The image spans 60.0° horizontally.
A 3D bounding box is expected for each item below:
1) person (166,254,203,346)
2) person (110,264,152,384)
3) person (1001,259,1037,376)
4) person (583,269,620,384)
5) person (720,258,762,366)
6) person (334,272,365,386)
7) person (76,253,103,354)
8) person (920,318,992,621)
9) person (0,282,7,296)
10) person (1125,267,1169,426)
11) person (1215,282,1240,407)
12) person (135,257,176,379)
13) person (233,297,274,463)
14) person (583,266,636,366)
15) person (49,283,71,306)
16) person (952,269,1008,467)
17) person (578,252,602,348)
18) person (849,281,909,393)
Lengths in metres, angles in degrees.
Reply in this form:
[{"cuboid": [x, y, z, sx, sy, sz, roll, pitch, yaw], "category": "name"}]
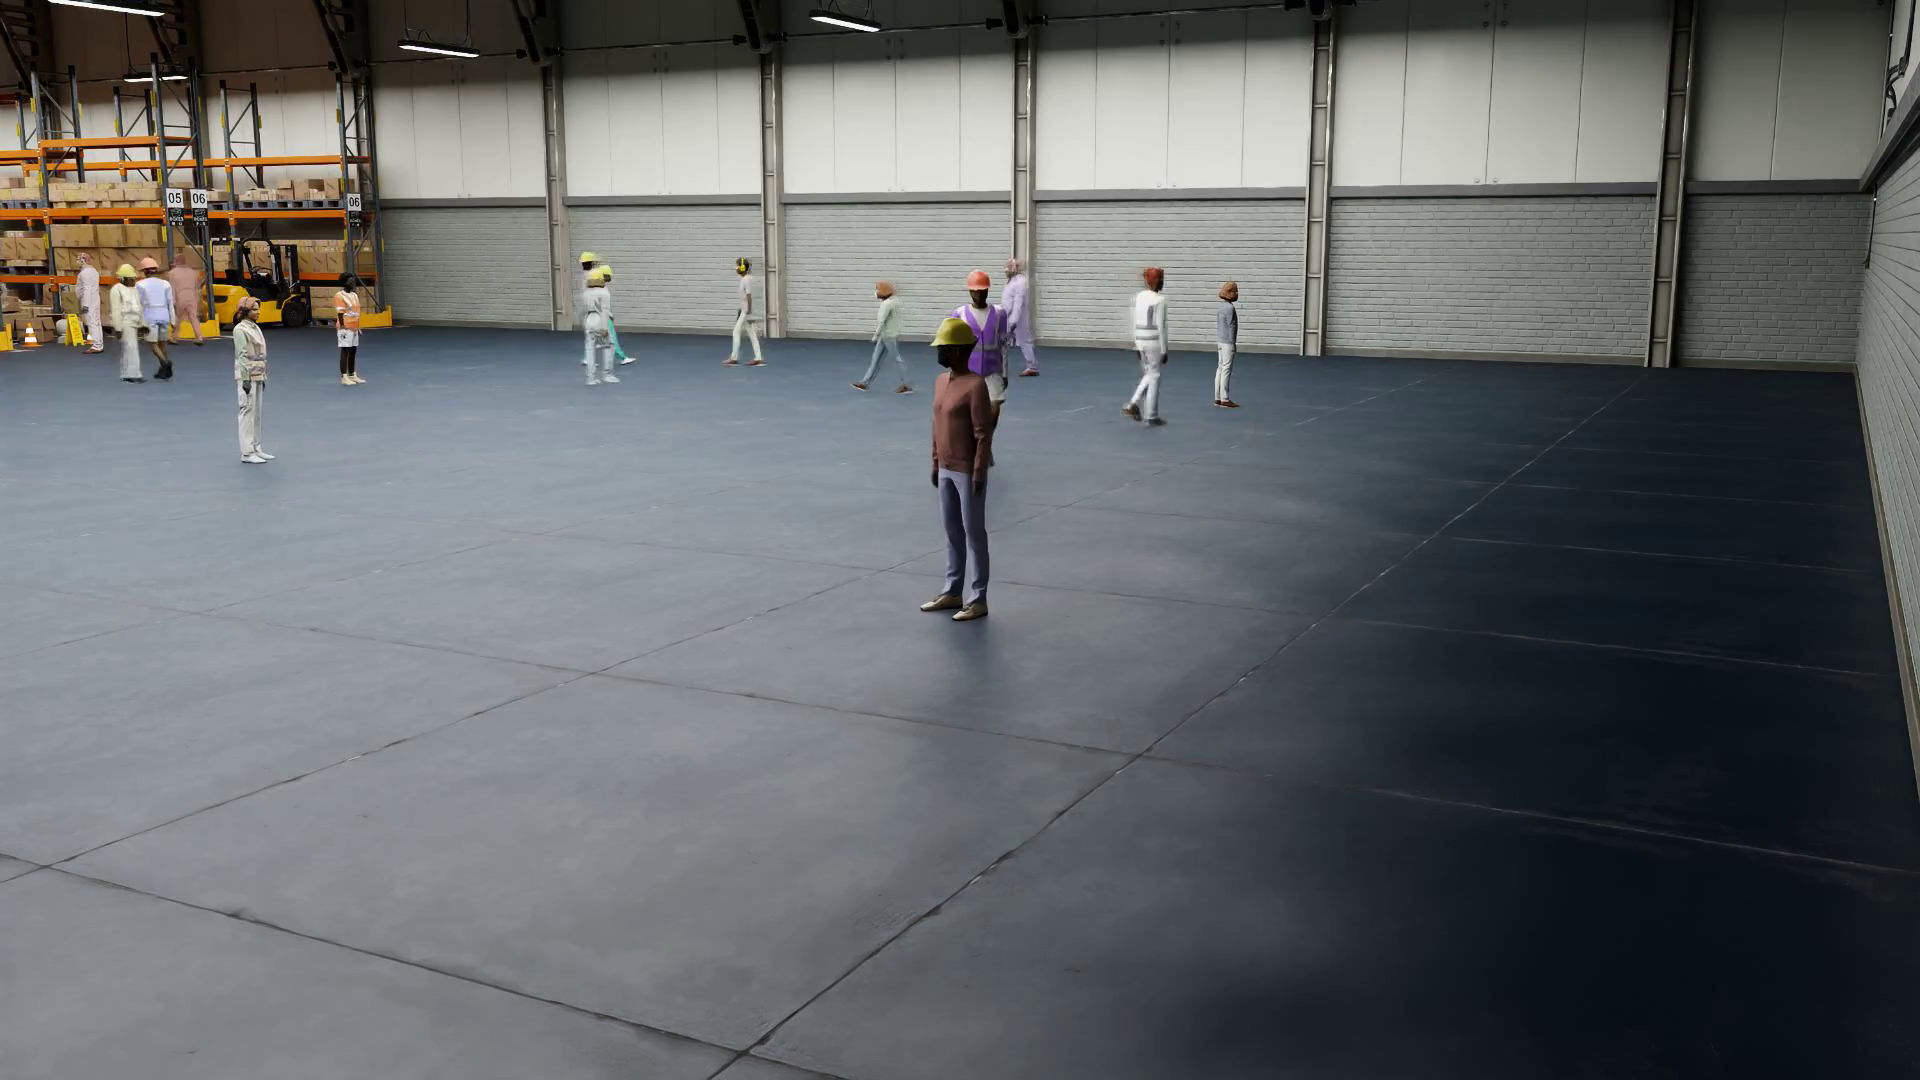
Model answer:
[{"cuboid": [-15.847, -4.889, 33.921, 0.973, 1.853, 0.658, 8, 13, 37], "category": "person"}, {"cuboid": [-12.463, -3.238, 25.099, 0.713, 1.793, 0.572, 0, 10, -1], "category": "person"}, {"cuboid": [0.786, -3.511, 26.382, 0.980, 1.850, 0.669, -3, 11, -18], "category": "person"}, {"cuboid": [-5.439, -3.224, 25.171, 0.518, 1.717, 0.649, 6, 12, 31], "category": "person"}, {"cuboid": [-3.795, -3.904, 28.574, 0.847, 1.834, 0.539, 0, 10, -2], "category": "person"}, {"cuboid": [-9.159, -3.167, 24.941, 0.318, 1.698, 0.564, 1, 10, 7], "category": "person"}, {"cuboid": [-16.585, -4.499, 31.641, 0.399, 1.909, 0.642, -2, 11, -13], "category": "person"}, {"cuboid": [-0.014, -0.412, 9.739, 0.328, 1.769, 0.526, -6, 12, -31], "category": "person"}, {"cuboid": [-25.274, -6.675, 43.522, 0.881, 1.911, 0.637, 5, 12, 27], "category": "person"}, {"cuboid": [2.256, -2.260, 19.527, 0.424, 1.871, 0.598, -6, 12, -28], "category": "person"}, {"cuboid": [3.511, -2.558, 21.802, 0.270, 1.632, 0.508, -2, 11, -9], "category": "person"}, {"cuboid": [-12.445, -3.427, 25.812, 0.768, 1.907, 0.546, 9, 14, 42], "category": "person"}, {"cuboid": [-7.013, -1.583, 16.469, 0.312, 1.639, 0.520, -1, 10, -6], "category": "person"}, {"cuboid": [-6.095, -3.847, 28.597, 0.906, 1.717, 0.534, -4, 11, -19], "category": "person"}, {"cuboid": [-23.409, -6.617, 43.255, 0.355, 1.884, 0.575, 9, 14, 40], "category": "person"}, {"cuboid": [0.191, -1.616, 15.880, 0.564, 1.917, 0.410, -1, 10, -7], "category": "person"}, {"cuboid": [-7.315, -4.733, 32.906, 0.484, 1.903, 0.614, -6, 12, -28], "category": "person"}, {"cuboid": [-1.132, -2.861, 23.562, 0.879, 1.585, 0.511, -2, 11, -10], "category": "person"}]
